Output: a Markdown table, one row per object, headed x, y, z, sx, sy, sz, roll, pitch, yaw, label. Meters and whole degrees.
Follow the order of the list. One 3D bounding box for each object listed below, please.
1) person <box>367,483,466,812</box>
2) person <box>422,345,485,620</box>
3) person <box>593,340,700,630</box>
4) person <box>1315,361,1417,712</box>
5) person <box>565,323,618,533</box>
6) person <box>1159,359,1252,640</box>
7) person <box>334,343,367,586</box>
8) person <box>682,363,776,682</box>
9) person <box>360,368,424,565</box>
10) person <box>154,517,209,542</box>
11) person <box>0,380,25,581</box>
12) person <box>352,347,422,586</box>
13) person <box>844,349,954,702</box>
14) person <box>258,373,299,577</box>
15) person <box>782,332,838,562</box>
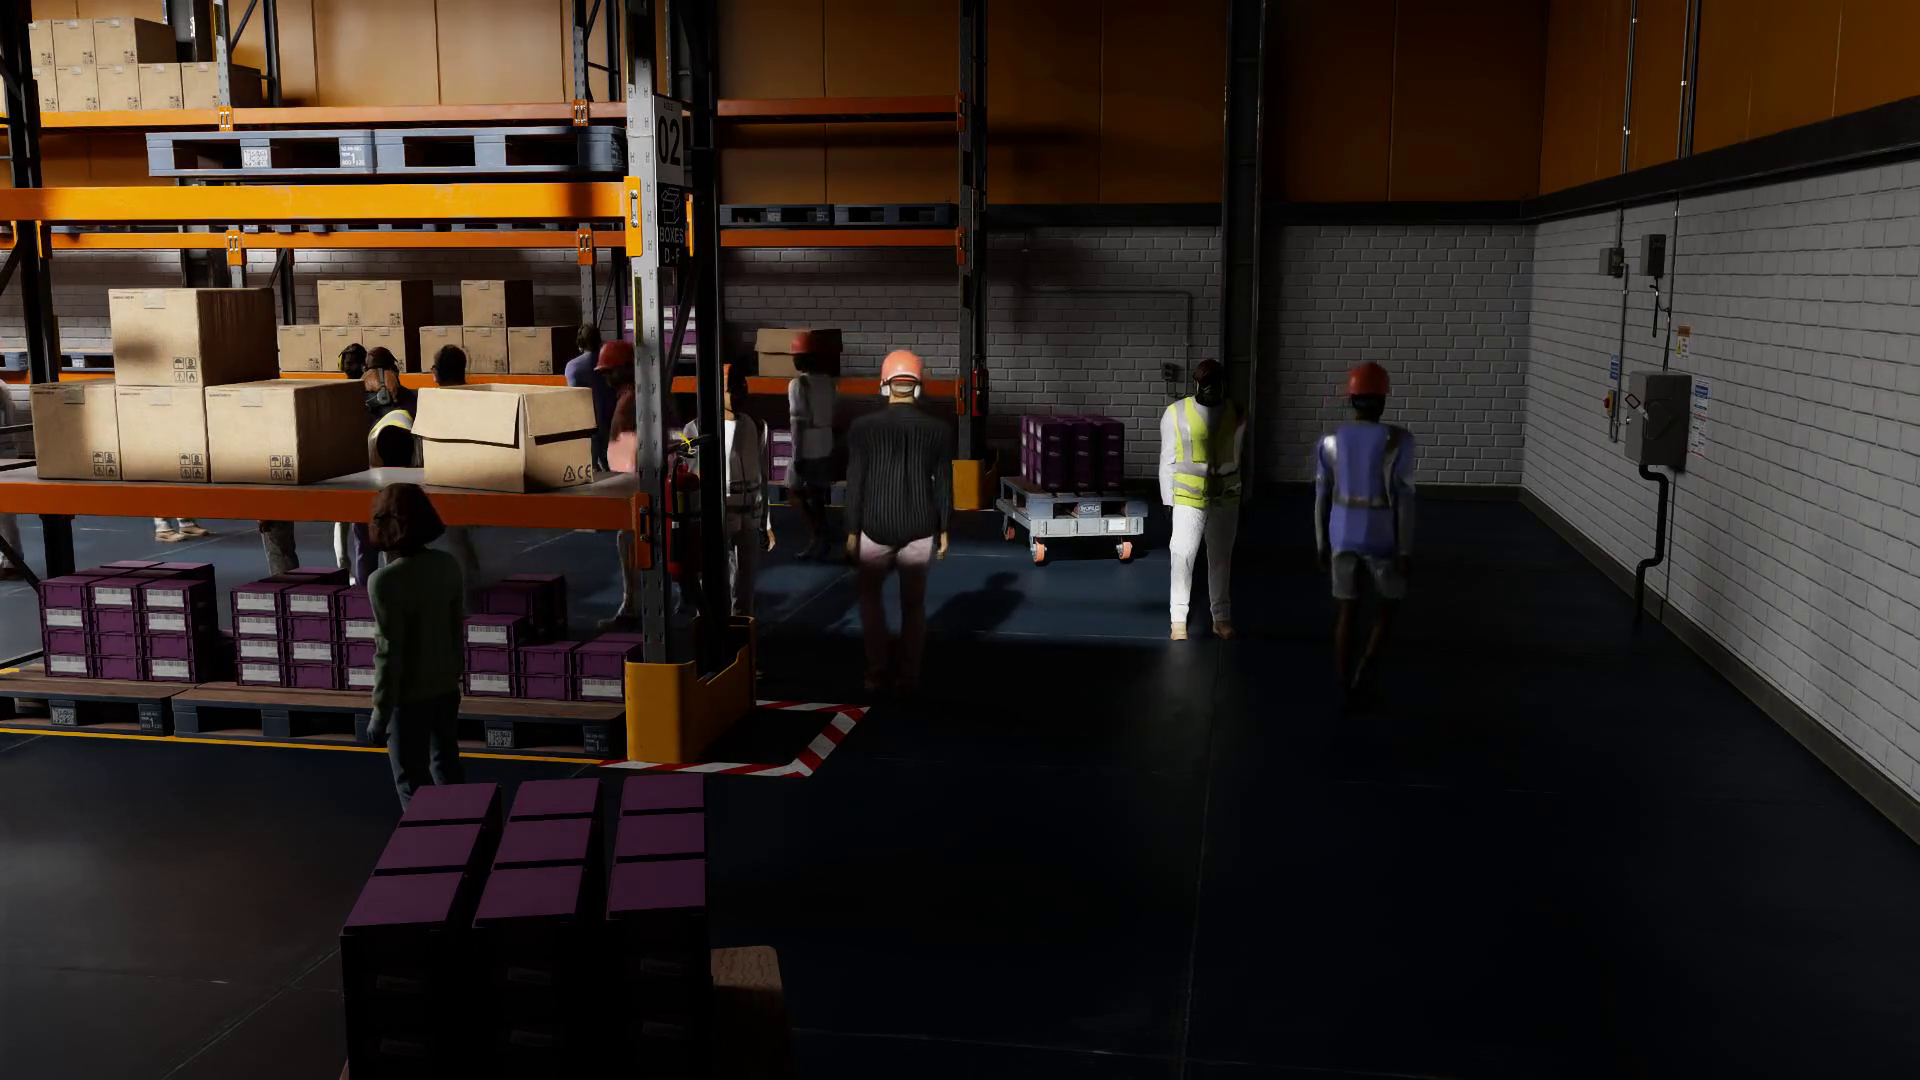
| x | y | z | sx | sy | sz | roll | pitch | yaw | label |
| --- | --- | --- | --- | --- | --- | --- | --- | --- | --- |
| -2.035 | 0.598 | 6.238 | 0.266 | 1.631 | 0.509 | 3 | 10 | 17 | person |
| -3.416 | -0.346 | 11.197 | 0.468 | 1.926 | 0.640 | 3 | 10 | 16 | person |
| -2.116 | -0.365 | 11.195 | 0.638 | 1.971 | 0.622 | -1 | 9 | -7 | person |
| 2.219 | -0.009 | 9.094 | 0.572 | 1.921 | 0.404 | 6 | 11 | 32 | person |
| -3.385 | -1.034 | 15.421 | 0.353 | 1.936 | 0.635 | 7 | 12 | 38 | person |
| 1.617 | -0.260 | 10.915 | 0.626 | 1.844 | 0.429 | -1 | 9 | -6 | person |
| -4.651 | -0.587 | 12.885 | 0.335 | 1.864 | 0.521 | 7 | 12 | 39 | person |
| -1.334 | -0.081 | 9.668 | 0.587 | 1.882 | 0.341 | -8 | 12 | -41 | person |
| -3.465 | -0.131 | 10.164 | 0.430 | 1.835 | 0.621 | -3 | 10 | -21 | person |
| -7.064 | -0.906 | 14.948 | 0.428 | 1.837 | 0.629 | 2 | 9 | 15 | person |
| -7.546 | -0.606 | 12.995 | 0.469 | 1.886 | 0.595 | -4 | 10 | -23 | person |
| -3.899 | -0.353 | 11.292 | 0.643 | 1.909 | 0.410 | -4 | 10 | -24 | person |
| -0.347 | -0.078 | 9.353 | 0.642 | 1.976 | 0.522 | -2 | 9 | -13 | person |
| -4.539 | -0.260 | 10.936 | 0.403 | 1.835 | 0.586 | -3 | 10 | -17 | person |
| -1.217 | -0.750 | 13.731 | 0.476 | 1.923 | 0.546 | 7 | 11 | 36 | person |
